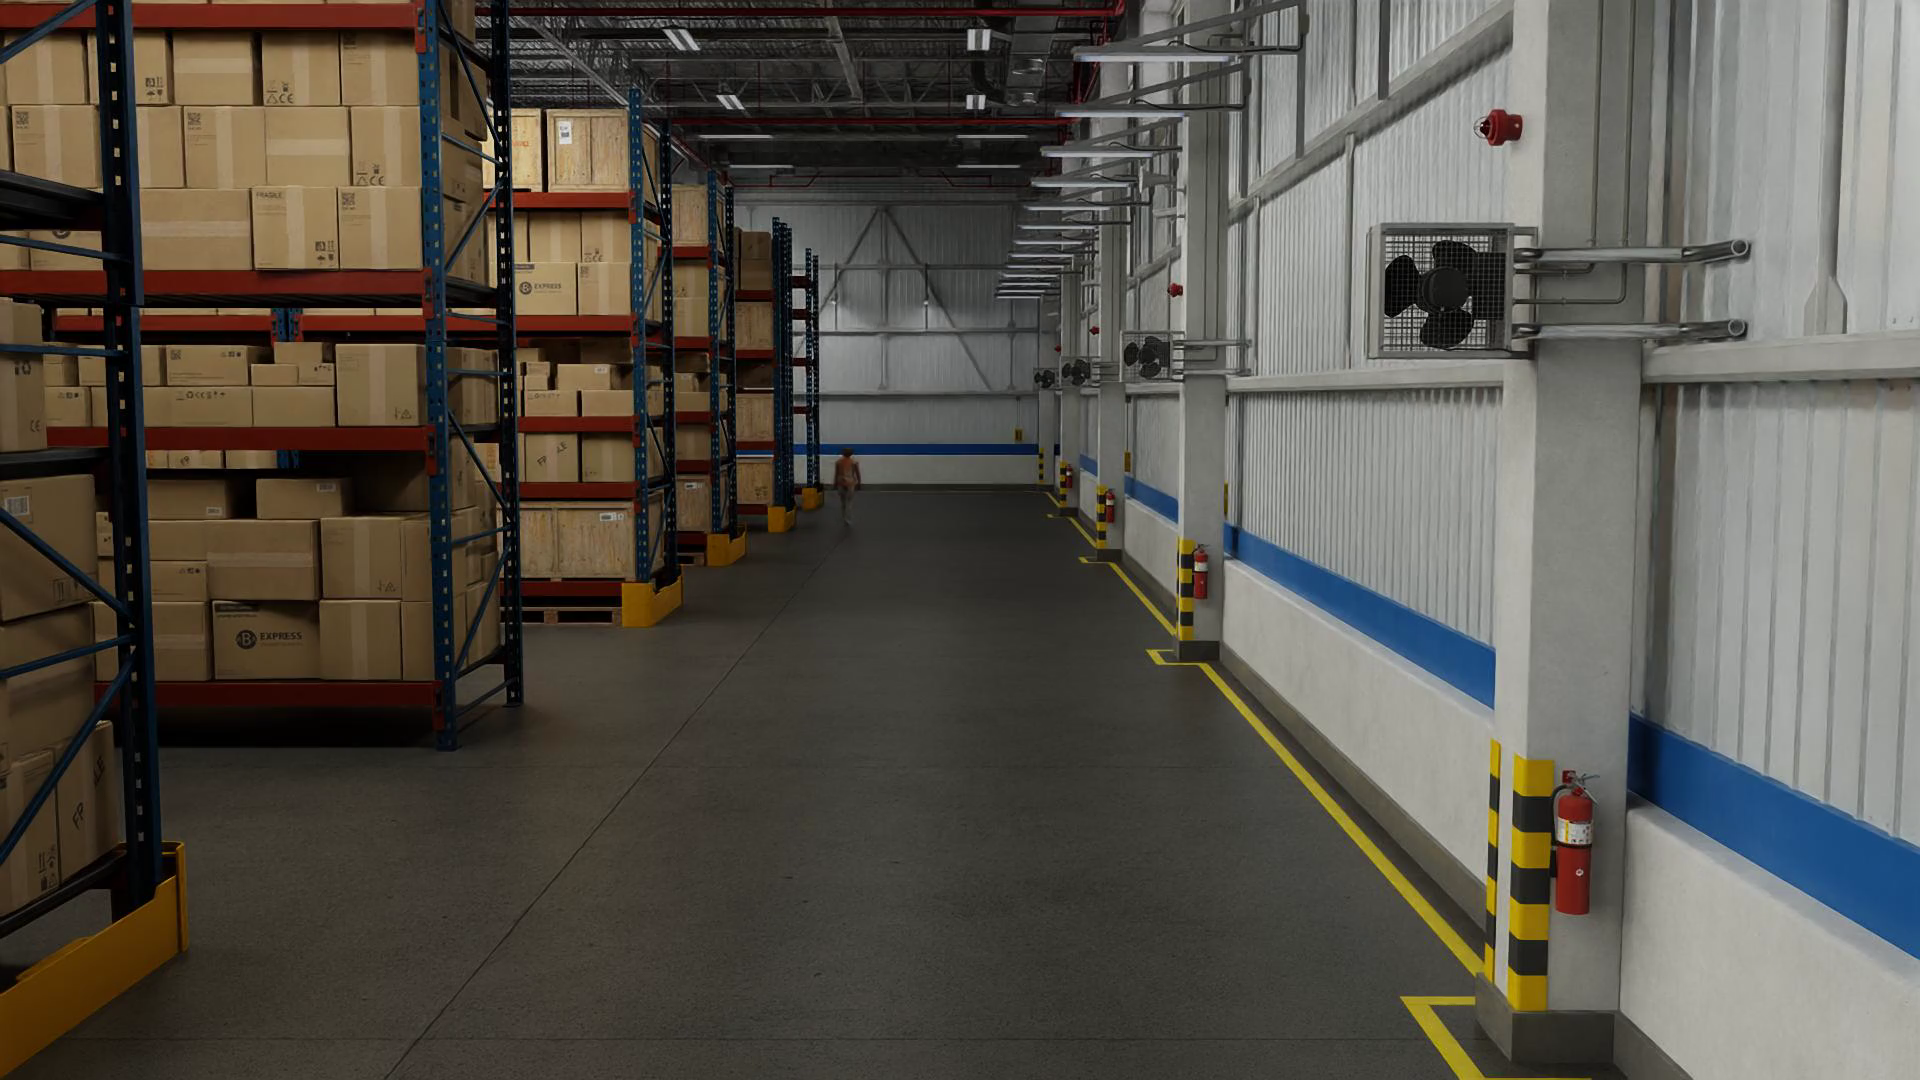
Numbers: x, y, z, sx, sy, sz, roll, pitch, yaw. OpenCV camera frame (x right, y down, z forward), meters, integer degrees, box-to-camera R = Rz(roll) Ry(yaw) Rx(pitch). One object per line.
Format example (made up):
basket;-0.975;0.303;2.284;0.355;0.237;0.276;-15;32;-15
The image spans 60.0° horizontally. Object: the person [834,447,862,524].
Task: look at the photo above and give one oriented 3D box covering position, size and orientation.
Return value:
person;-2.306;-1.132;34.465;0.552;1.596;0.829;1;5;12
